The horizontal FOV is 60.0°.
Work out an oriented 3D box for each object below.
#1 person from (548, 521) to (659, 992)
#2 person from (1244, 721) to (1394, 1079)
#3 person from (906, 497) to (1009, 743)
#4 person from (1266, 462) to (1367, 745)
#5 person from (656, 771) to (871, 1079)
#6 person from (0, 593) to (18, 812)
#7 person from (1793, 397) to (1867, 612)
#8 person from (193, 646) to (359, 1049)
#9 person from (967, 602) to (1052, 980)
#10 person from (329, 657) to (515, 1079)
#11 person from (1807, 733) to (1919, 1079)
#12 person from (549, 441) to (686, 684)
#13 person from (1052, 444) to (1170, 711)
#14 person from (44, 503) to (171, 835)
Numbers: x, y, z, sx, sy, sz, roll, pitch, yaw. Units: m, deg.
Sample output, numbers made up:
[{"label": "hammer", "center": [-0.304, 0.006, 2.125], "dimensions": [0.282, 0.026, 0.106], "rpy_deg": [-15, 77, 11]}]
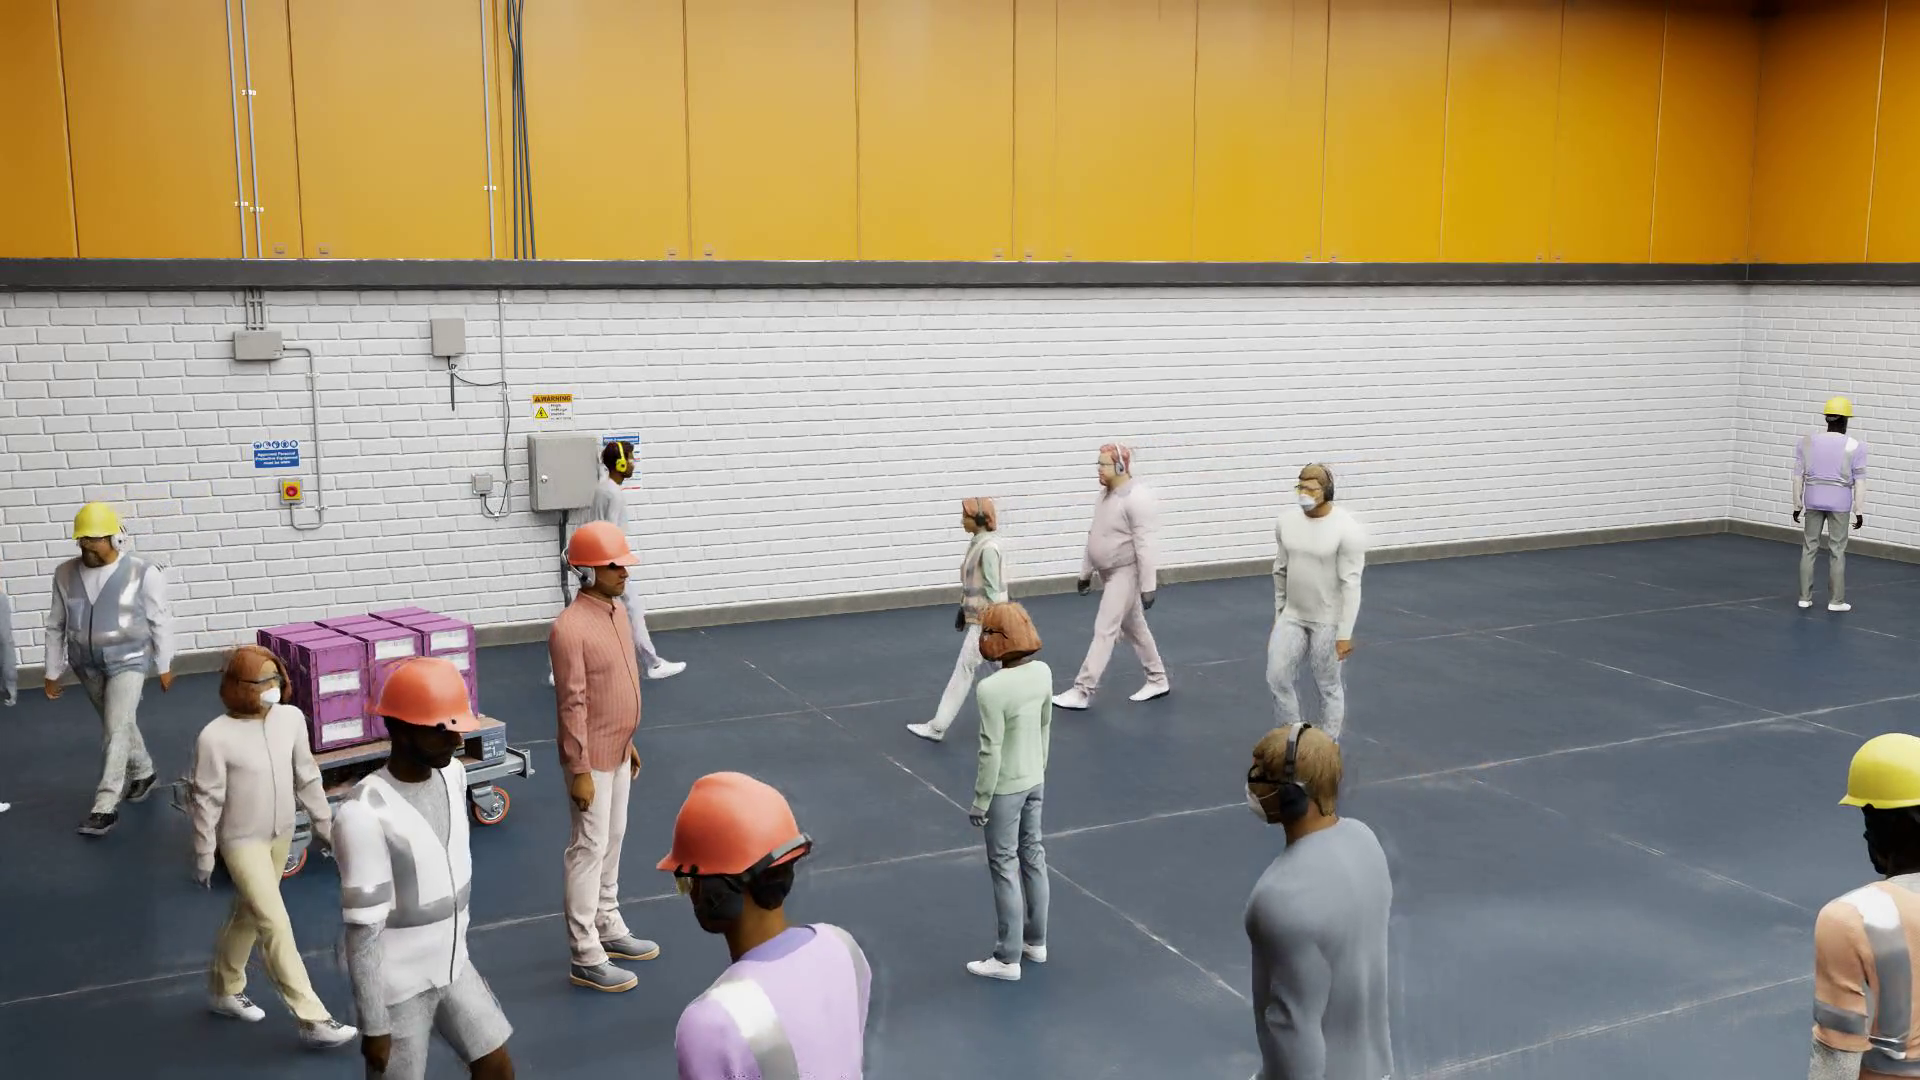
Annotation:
[{"label": "person", "center": [-1.527, 0.903, 7.108], "dimensions": [0.382, 1.994, 0.613], "rpy_deg": [1, 9, 8]}, {"label": "person", "center": [0.875, 1.393, 4.411], "dimensions": [1.031, 1.877, 0.651], "rpy_deg": [7, 12, 39]}, {"label": "person", "center": [0.054, 0.521, 10.681], "dimensions": [0.835, 1.593, 0.547], "rpy_deg": [-1, 9, -5]}, {"label": "person", "center": [2.044, 0.501, 9.818], "dimensions": [0.627, 1.919, 0.661], "rpy_deg": [-8, 12, -42]}, {"label": "person", "center": [-0.405, 1.483, 3.455], "dimensions": [0.512, 2.016, 0.689], "rpy_deg": [4, 10, 23]}, {"label": "person", "center": [-5.413, 0.794, 9.015], "dimensions": [0.566, 1.600, 0.569], "rpy_deg": [-3, 10, -17]}, {"label": "person", "center": [7.784, -0.318, 14.902], "dimensions": [0.594, 1.922, 0.378], "rpy_deg": [8, 12, 42]}, {"label": "person", "center": [-2.714, 1.191, 6.554], "dimensions": [0.845, 1.579, 0.520], "rpy_deg": [4, 10, 23]}, {"label": "person", "center": [0.217, 1.073, 7.172], "dimensions": [0.272, 1.631, 0.507], "rpy_deg": [6, 11, 35]}, {"label": "person", "center": [-1.590, 1.290, 4.946], "dimensions": [0.483, 1.912, 0.579], "rpy_deg": [3, 10, 19]}, {"label": "person", "center": [2.294, 1.424, 4.118], "dimensions": [0.585, 1.918, 0.379], "rpy_deg": [-3, 10, -19]}, {"label": "person", "center": [-2.576, 0.178, 12.211], "dimensions": [1.032, 1.811, 0.531], "rpy_deg": [-5, 11, -29]}, {"label": "person", "center": [1.069, 0.253, 11.577], "dimensions": [0.996, 1.855, 0.664], "rpy_deg": [-3, 10, -17]}, {"label": "person", "center": [-4.717, 0.676, 9.209], "dimensions": [0.603, 1.778, 0.951], "rpy_deg": [0, 9, 2]}]
